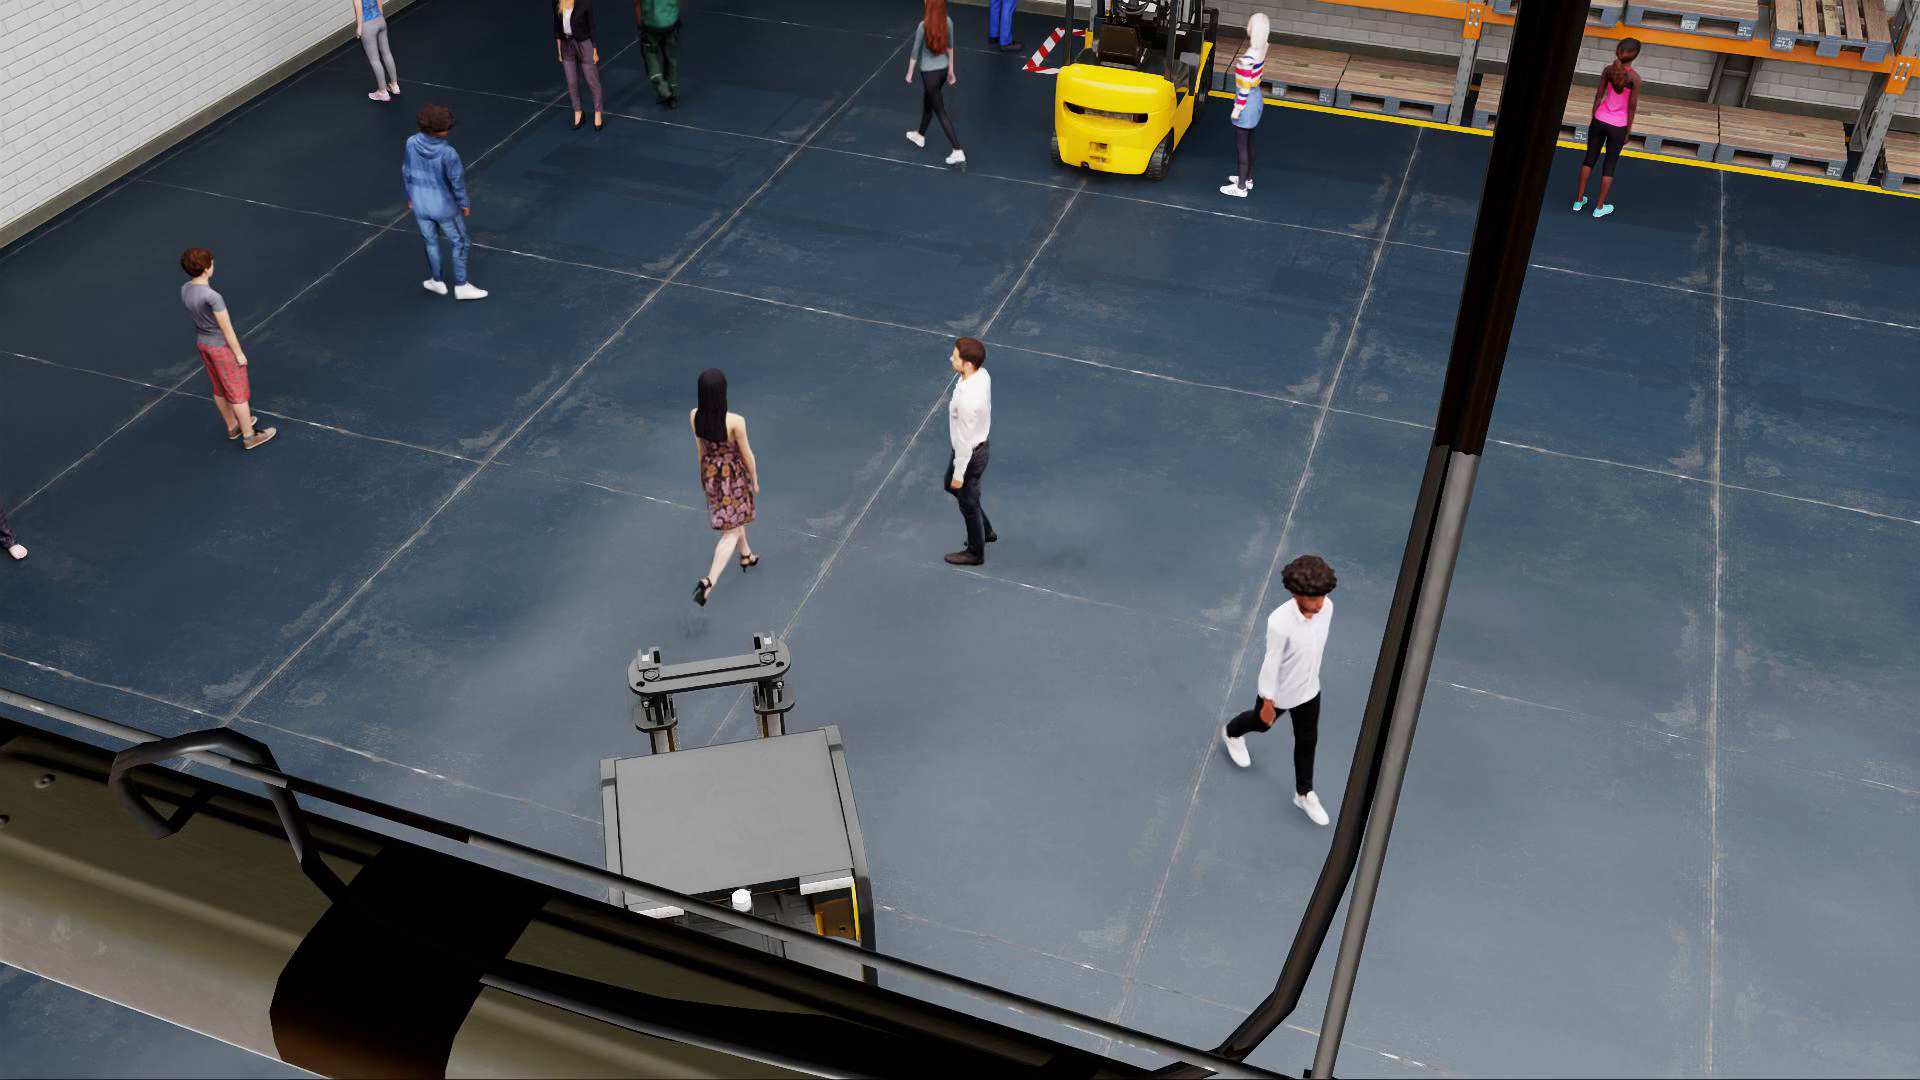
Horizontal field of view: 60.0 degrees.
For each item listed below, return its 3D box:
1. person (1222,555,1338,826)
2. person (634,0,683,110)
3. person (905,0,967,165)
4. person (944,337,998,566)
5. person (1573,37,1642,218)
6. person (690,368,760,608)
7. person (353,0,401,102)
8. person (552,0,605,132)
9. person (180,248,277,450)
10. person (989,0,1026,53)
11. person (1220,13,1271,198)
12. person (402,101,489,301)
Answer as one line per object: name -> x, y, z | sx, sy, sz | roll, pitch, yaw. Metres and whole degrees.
person -> 1.874, 0.787, 9.768 | 1.097, 1.770, 1.221 | -20, 43, -23
person -> -3.116, -5.389, 17.453 | 0.868, 1.832, 0.928 | -17, 42, -20
person -> -0.202, -4.553, 16.510 | 0.987, 1.702, 1.247 | -28, 47, -31
person -> 0.150, -0.579, 11.404 | 0.702, 1.864, 0.741 | 5, 39, 6
person -> 6.113, -3.895, 15.670 | 0.711, 1.722, 0.618 | -30, 47, -32
person -> -1.606, -0.315, 11.163 | 1.015, 1.751, 0.696 | 16, 41, 19
person -> -6.304, -5.518, 17.792 | 0.538, 1.609, 0.575 | 15, 41, 18
person -> -3.925, -5.029, 17.131 | 0.531, 1.670, 0.692 | 6, 39, 7
person -> -5.650, -1.455, 12.673 | 0.542, 1.649, 0.680 | 22, 44, 25
person -> 0.516, -6.499, 18.848 | 0.843, 1.826, 0.772 | -17, 42, -21
person -> 2.772, -4.176, 15.953 | 0.575, 1.808, 0.688 | 20, 43, 23
person -> -4.595, -2.929, 14.407 | 0.550, 1.789, 0.898 | 0, 39, 0
